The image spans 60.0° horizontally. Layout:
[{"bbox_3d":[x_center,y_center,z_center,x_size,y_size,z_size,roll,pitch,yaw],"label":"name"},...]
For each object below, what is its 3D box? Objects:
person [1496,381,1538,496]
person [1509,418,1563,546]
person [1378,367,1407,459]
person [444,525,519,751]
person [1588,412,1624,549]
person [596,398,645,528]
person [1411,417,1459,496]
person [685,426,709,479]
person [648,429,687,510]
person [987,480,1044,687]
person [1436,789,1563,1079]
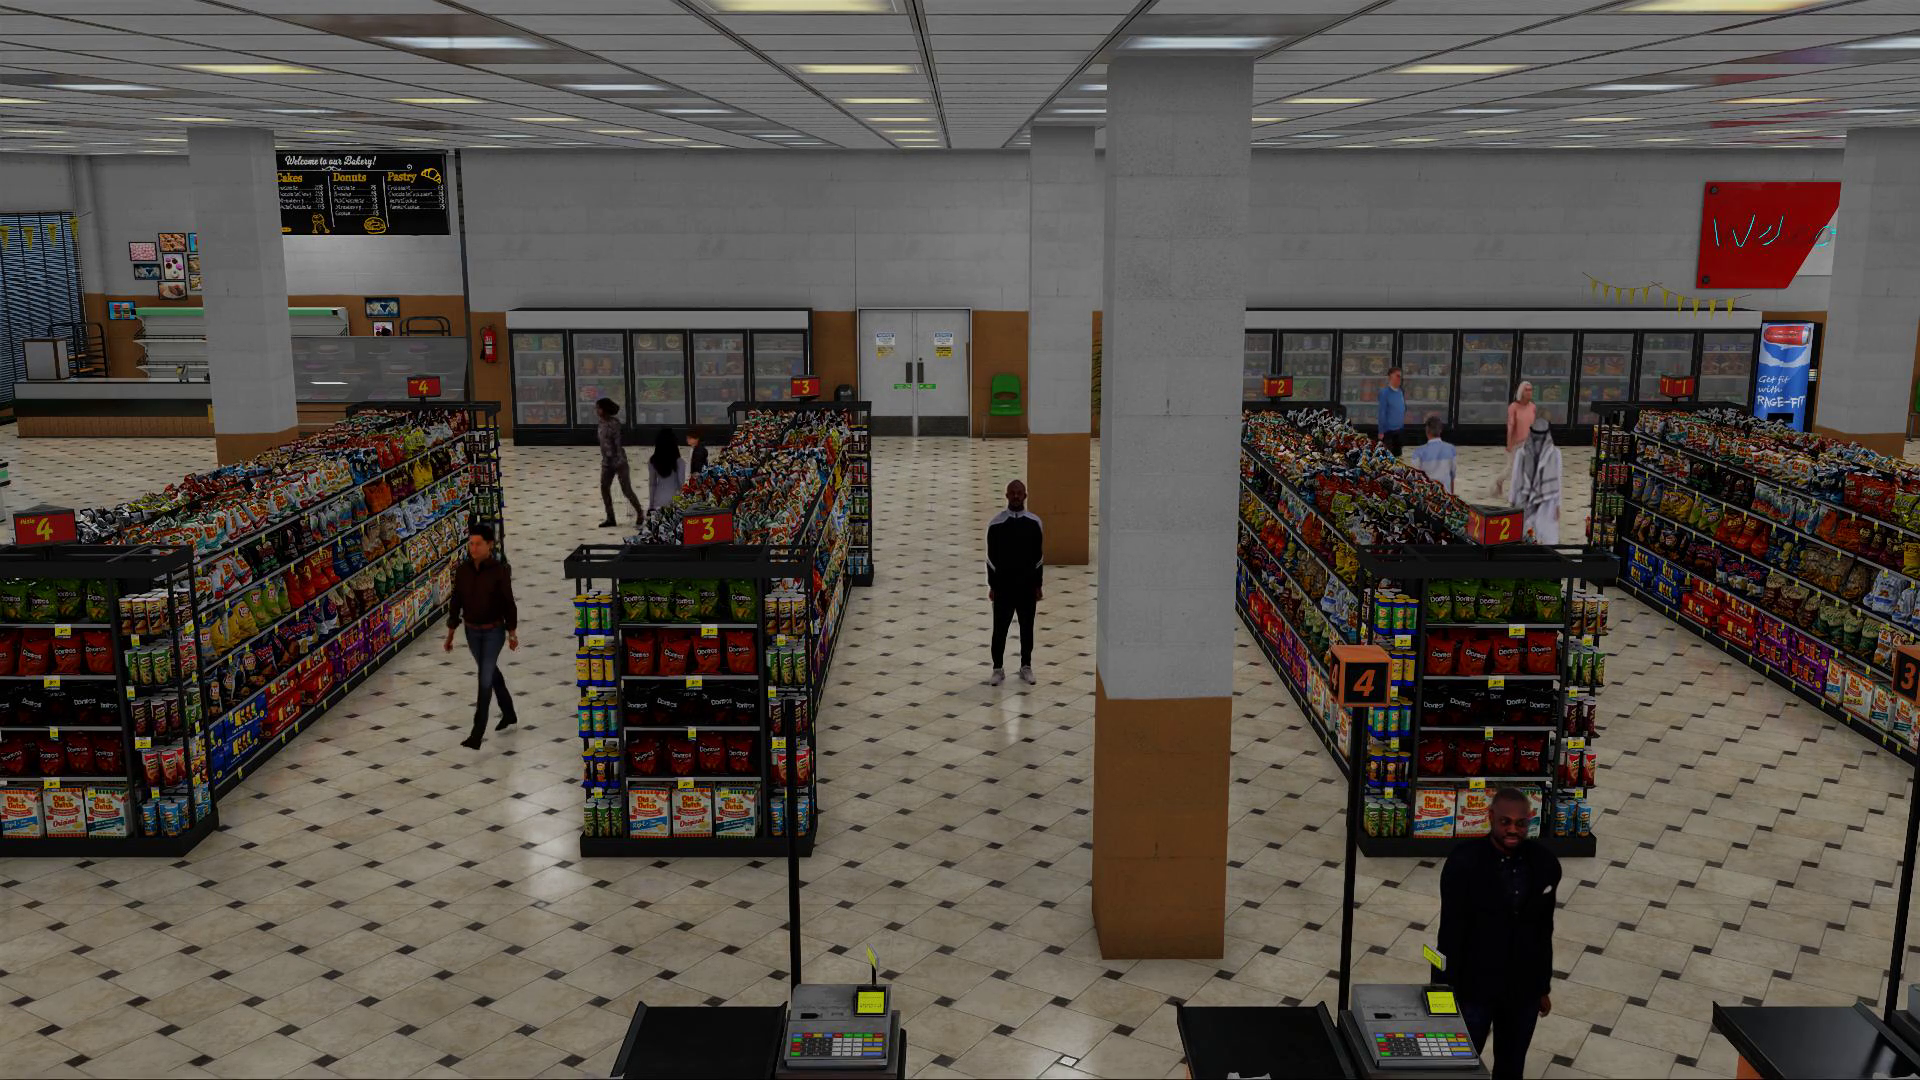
[{"bbox_3d":[7.787,-1.363,23.232,0.770,1.703,1.072,-3,12,-15],"label":"person"},{"bbox_3d":[6.182,-0.339,17.862,0.864,1.913,0.924,5,13,23],"label":"person"},{"bbox_3d":[6.235,-1.631,24.263,0.933,1.803,1.026,-9,15,-36],"label":"person"},{"bbox_3d":[-3.714,0.747,13.151,0.894,1.729,1.219,4,12,17],"label":"person"},{"bbox_3d":[7.653,-0.645,19.700,0.680,1.754,0.462,0,12,2],"label":"person"},{"bbox_3d":[-4.405,-0.989,21.509,0.875,1.683,0.962,9,15,36],"label":"person"},{"bbox_3d":[5.340,-0.460,18.673,0.704,1.815,0.838,-1,12,-3],"label":"person"},{"bbox_3d":[-3.209,-0.720,20.869,0.799,1.419,0.909,-4,12,-17],"label":"person"},{"bbox_3d":[-3.261,-0.340,18.373,0.845,1.704,1.203,4,13,18],"label":"person"},{"bbox_3d":[0.489,0.361,14.748,0.664,1.827,0.561,-1,12,-5],"label":"person"},{"bbox_3d":[2.337,1.942,7.264,0.721,1.817,0.628,-2,12,-7],"label":"person"}]
